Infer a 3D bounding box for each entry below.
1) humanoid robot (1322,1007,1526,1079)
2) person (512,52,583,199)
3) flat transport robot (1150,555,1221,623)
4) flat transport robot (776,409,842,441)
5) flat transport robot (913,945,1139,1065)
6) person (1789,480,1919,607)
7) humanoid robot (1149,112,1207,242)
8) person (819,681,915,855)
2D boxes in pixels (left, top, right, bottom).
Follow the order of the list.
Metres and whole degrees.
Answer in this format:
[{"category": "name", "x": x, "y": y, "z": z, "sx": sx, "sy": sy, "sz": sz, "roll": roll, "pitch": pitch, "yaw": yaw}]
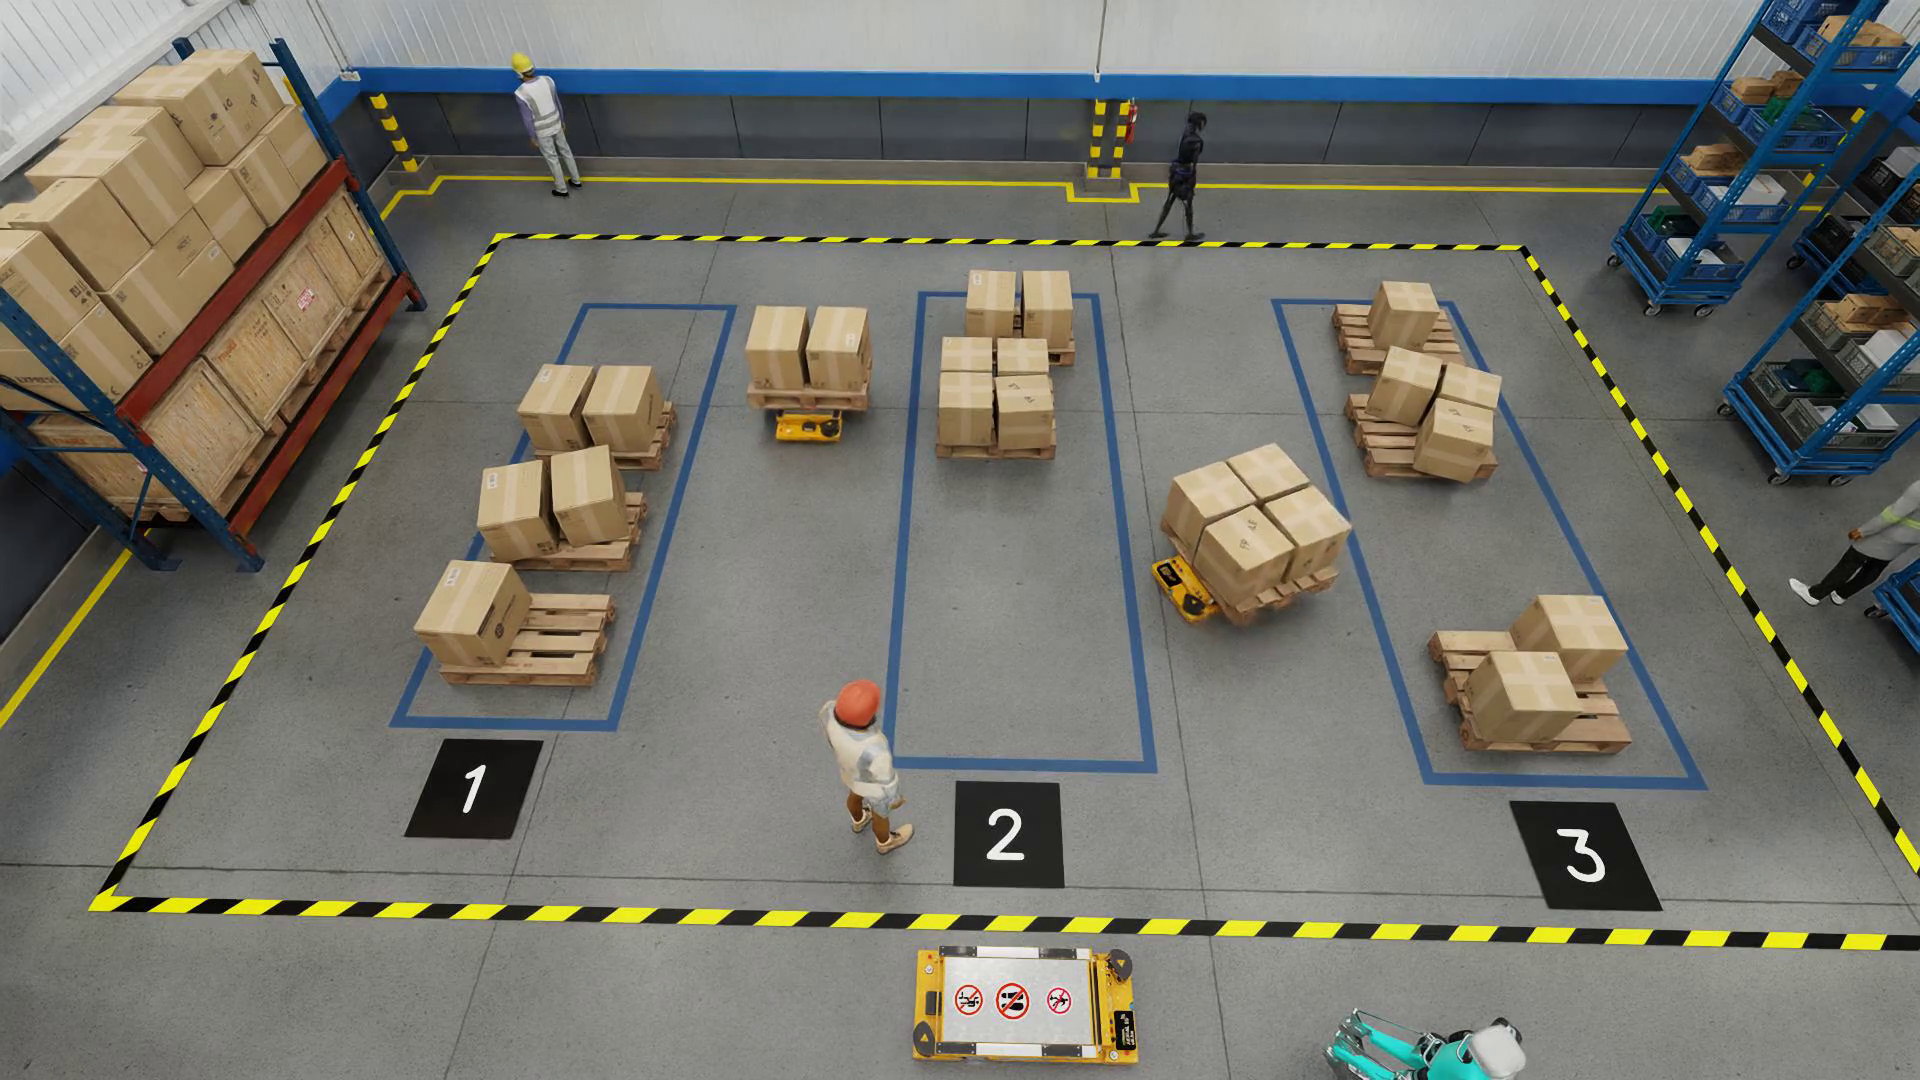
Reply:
[{"category": "humanoid robot", "x": 2.442, "y": 2.846, "z": 5.132, "sx": 0.533, "sy": 1.677, "sz": 0.735, "roll": -35, "pitch": 59, "yaw": -25}, {"category": "person", "x": -5.343, "y": -5.326, "z": 11.817, "sx": 0.404, "sy": 1.834, "sz": 0.589, "roll": 25, "pitch": 55, "yaw": 19}, {"category": "flat transport robot", "x": 2.516, "y": 0.223, "z": 8.286, "sx": 1.431, "sy": 0.197, "sz": 0.652, "roll": -19, "pitch": 53, "yaw": -15}, {"category": "flat transport robot", "x": -1.546, "y": -1.629, "z": 9.796, "sx": 0.652, "sy": 0.197, "sz": 1.431, "roll": 1, "pitch": 51, "yaw": 1}, {"category": "flat transport robot", "x": 0.422, "y": 3.041, "z": 6.007, "sx": 1.431, "sy": 0.231, "sz": 0.659, "roll": 1, "pitch": 51, "yaw": 1}, {"category": "person", "x": 7.703, "y": -0.092, "z": 7.538, "sx": 0.596, "sy": 1.852, "sz": 0.361, "roll": 0, "pitch": 51, "yaw": 0}, {"category": "humanoid robot", "x": 2.778, "y": -4.427, "z": 11.199, "sx": 0.678, "sy": 1.635, "sz": 0.583, "roll": -7, "pitch": 51, "yaw": -6}, {"category": "person", "x": -0.603, "y": 1.526, "z": 6.099, "sx": 0.607, "sy": 2.043, "sz": 0.377, "roll": 36, "pitch": 59, "yaw": 26}]
